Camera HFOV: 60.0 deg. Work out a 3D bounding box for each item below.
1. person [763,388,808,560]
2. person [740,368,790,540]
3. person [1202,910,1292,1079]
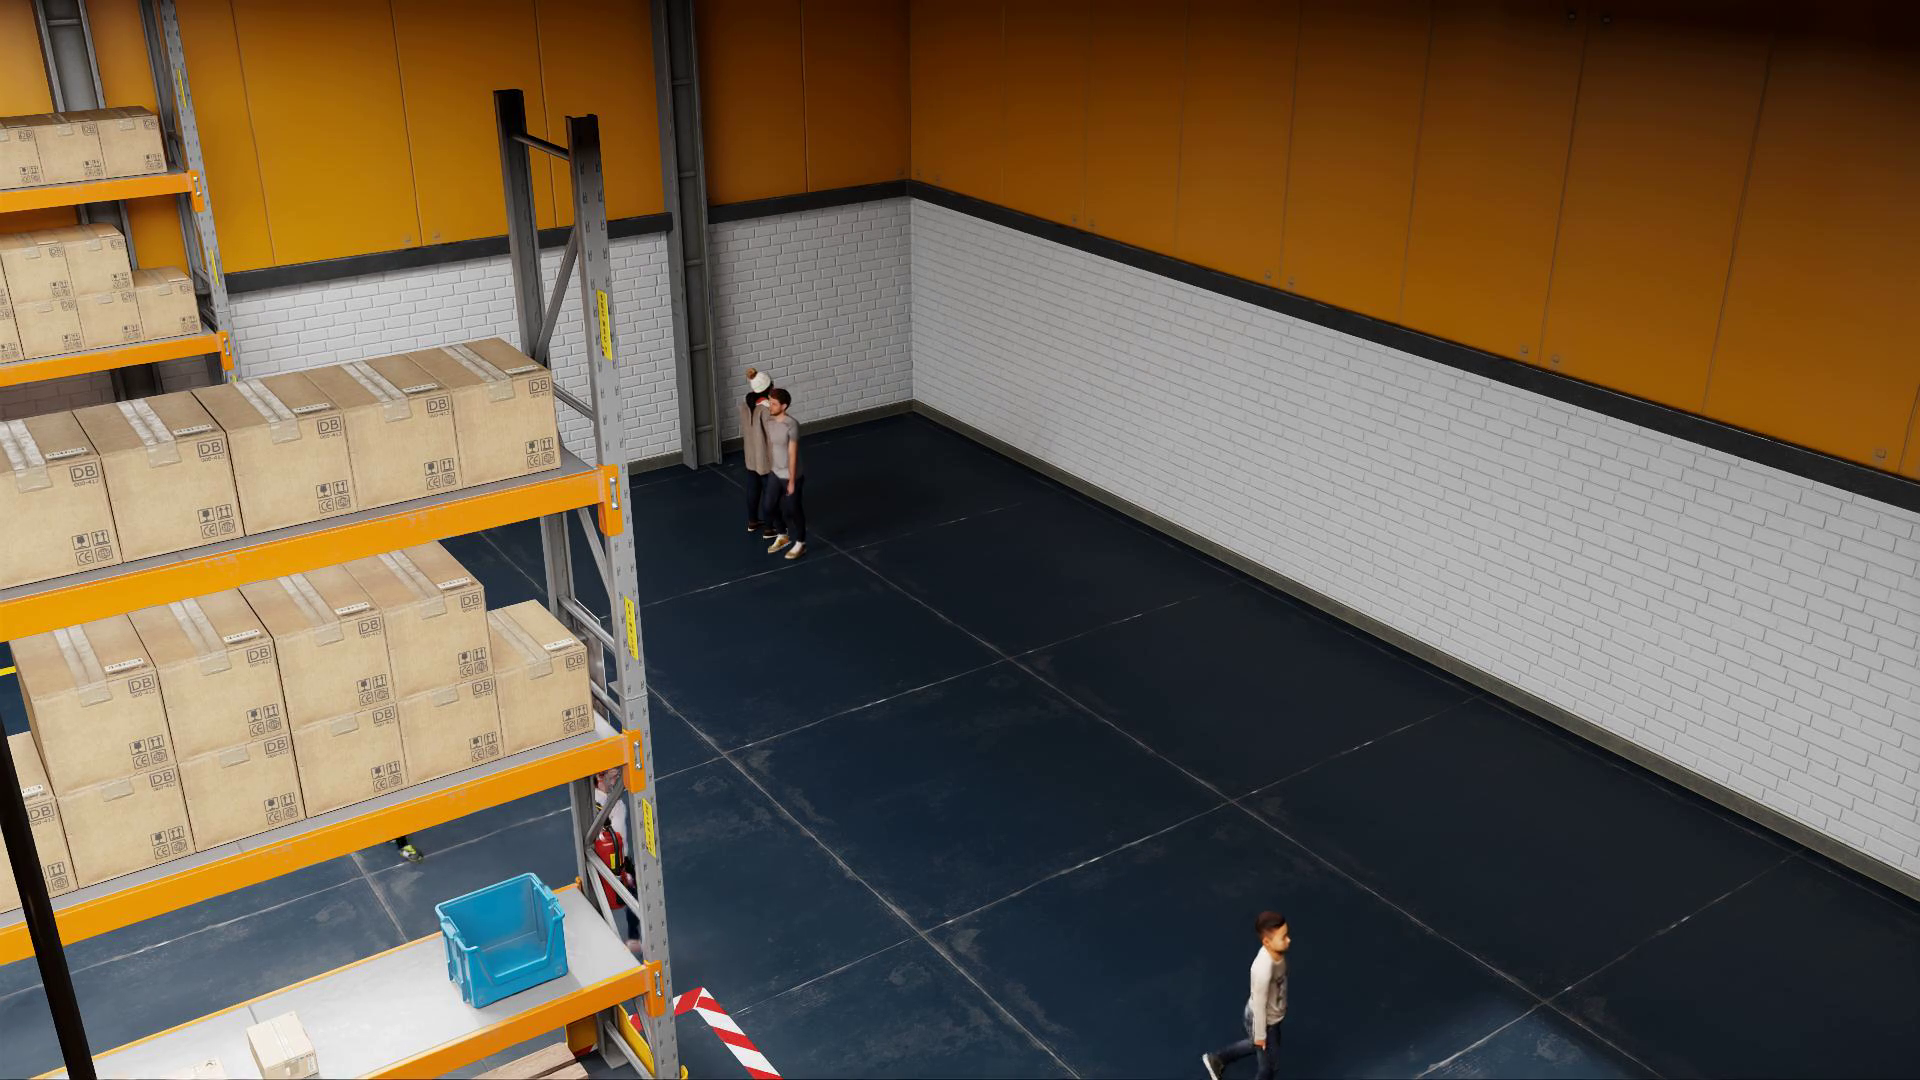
[{"bbox_3d":[-1.742,-0.709,17.396,0.714,1.874,0.733,19,30,36],"label":"person"},{"bbox_3d":[-2.148,-0.960,17.948,0.683,1.892,0.718,-19,30,-37],"label":"person"},{"bbox_3d":[1.751,2.805,9.883,0.873,1.454,0.875,9,25,20],"label":"person"}]
